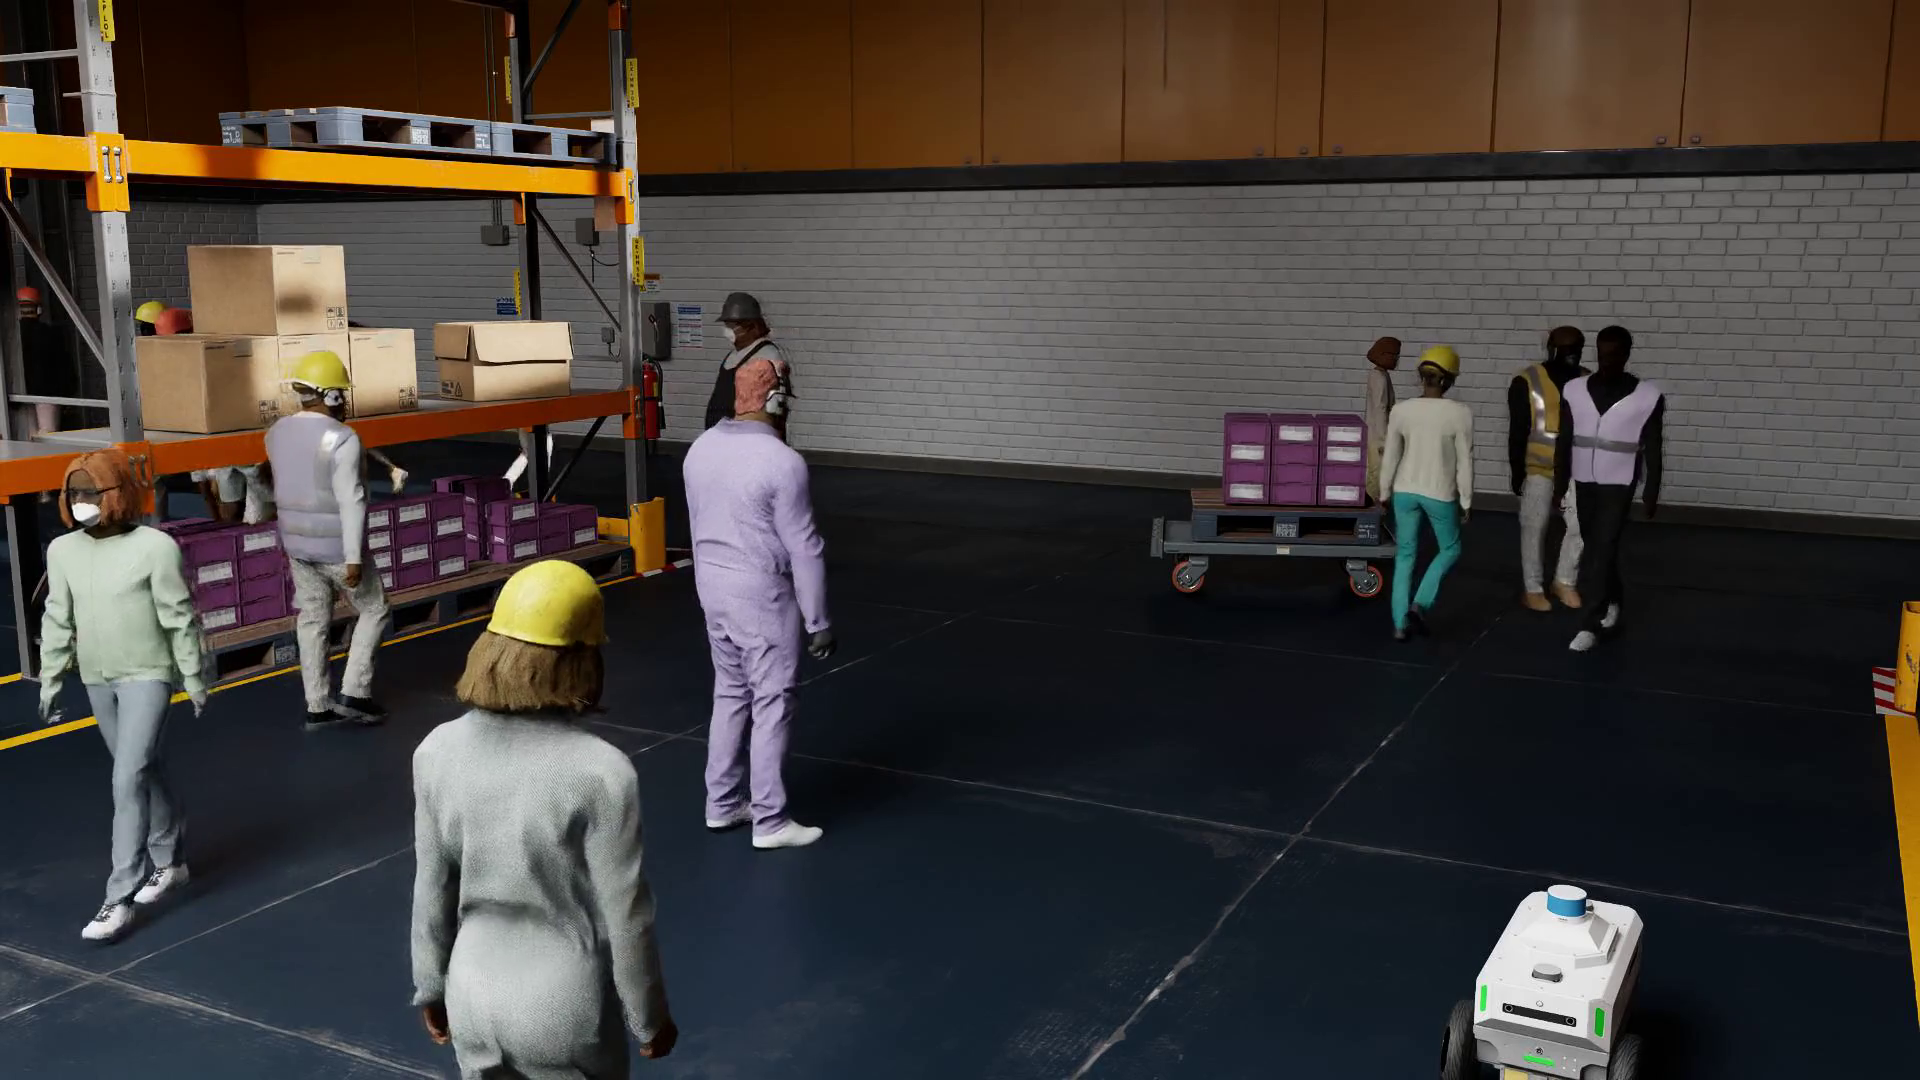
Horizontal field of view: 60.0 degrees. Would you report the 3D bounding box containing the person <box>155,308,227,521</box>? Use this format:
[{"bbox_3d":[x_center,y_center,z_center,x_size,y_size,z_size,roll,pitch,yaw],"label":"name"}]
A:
[{"bbox_3d":[-5.546,-0.749,12.160,0.581,1.882,0.614,0,10,-2],"label":"person"}]

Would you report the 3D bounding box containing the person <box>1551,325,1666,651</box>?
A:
[{"bbox_3d":[3.846,-0.336,9.827,0.576,1.873,0.991,9,13,42],"label":"person"}]

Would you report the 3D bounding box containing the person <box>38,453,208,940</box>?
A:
[{"bbox_3d":[-2.893,0.517,5.608,0.534,1.603,0.752,2,10,13],"label":"person"}]

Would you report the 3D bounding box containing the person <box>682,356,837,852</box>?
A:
[{"bbox_3d":[-0.754,0.254,6.348,0.393,1.896,0.671,-10,14,-44],"label":"person"}]

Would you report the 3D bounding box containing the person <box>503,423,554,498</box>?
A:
[{"bbox_3d":[-3.823,-1.064,14.724,0.528,1.624,0.489,7,12,35],"label":"person"}]

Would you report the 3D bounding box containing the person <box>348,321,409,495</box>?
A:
[{"bbox_3d":[-5.400,-1.156,15.073,0.611,1.680,0.546,-3,10,-17],"label":"person"}]

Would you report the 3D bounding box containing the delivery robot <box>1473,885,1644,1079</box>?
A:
[{"bbox_3d":[1.643,1.186,4.537,0.477,0.478,0.707,5,11,28],"label":"delivery robot"}]

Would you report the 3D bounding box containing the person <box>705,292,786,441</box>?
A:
[{"bbox_3d":[-1.503,-0.661,11.201,0.649,2.000,0.715,-5,11,-28],"label":"person"}]

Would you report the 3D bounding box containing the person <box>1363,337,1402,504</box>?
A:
[{"bbox_3d":[3.347,-0.807,13.254,0.291,1.622,0.513,2,10,10],"label":"person"}]

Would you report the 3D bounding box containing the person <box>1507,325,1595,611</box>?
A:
[{"bbox_3d":[3.774,-0.444,10.568,0.637,1.827,0.459,-1,10,-4],"label":"person"}]

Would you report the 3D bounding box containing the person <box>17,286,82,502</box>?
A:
[{"bbox_3d":[-8.518,-1.353,15.405,0.632,1.967,0.663,-1,10,-5],"label":"person"}]

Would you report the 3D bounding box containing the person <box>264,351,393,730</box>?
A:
[{"bbox_3d":[-3.011,0.011,7.963,0.601,1.817,0.462,4,11,23],"label":"person"}]

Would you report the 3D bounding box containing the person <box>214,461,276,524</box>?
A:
[{"bbox_3d":[-4.740,-0.580,11.068,0.579,1.921,0.452,6,11,29],"label":"person"}]

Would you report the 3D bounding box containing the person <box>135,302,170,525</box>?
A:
[{"bbox_3d":[-6.057,-0.829,12.536,0.392,1.916,0.587,-8,13,-39],"label":"person"}]

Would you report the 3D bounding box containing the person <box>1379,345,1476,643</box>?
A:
[{"bbox_3d":[2.718,-0.259,9.703,0.611,1.745,0.386,7,12,37],"label":"person"}]

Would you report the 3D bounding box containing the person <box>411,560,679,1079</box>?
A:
[{"bbox_3d":[-0.798,0.875,3.262,0.551,1.701,0.588,3,10,18],"label":"person"}]

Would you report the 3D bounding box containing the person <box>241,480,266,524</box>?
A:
[{"bbox_3d":[-5.254,-0.740,12.110,0.343,1.882,0.585,-7,12,-33],"label":"person"}]
